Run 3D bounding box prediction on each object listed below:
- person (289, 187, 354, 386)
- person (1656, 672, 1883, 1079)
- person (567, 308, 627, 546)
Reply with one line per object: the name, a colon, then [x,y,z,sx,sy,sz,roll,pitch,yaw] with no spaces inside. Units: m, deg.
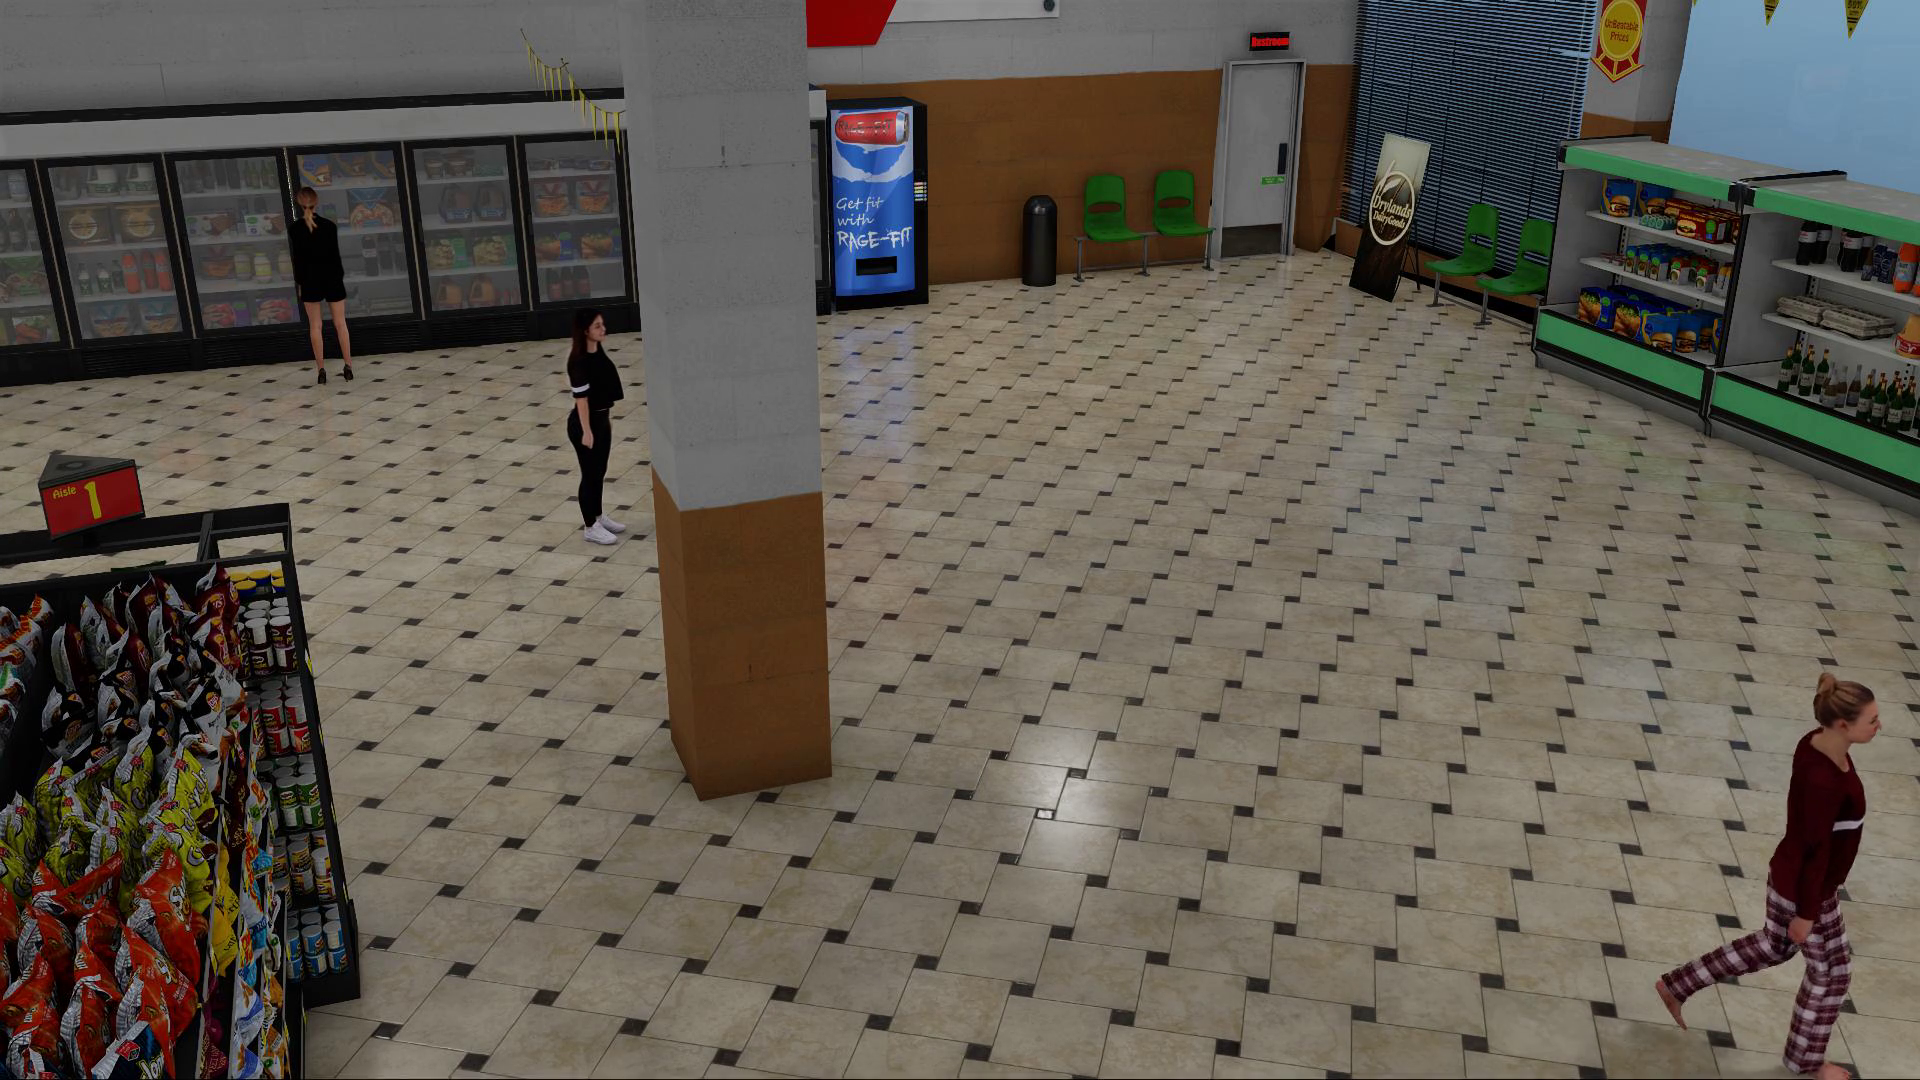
person: [-5.717,-2.273,14.877,0.589,1.768,0.538,-10,24,-24]
person: [3.080,1.257,6.223,1.025,1.671,1.000,8,23,18]
person: [-2.506,-0.790,11.361,0.765,1.638,0.671,3,22,7]
